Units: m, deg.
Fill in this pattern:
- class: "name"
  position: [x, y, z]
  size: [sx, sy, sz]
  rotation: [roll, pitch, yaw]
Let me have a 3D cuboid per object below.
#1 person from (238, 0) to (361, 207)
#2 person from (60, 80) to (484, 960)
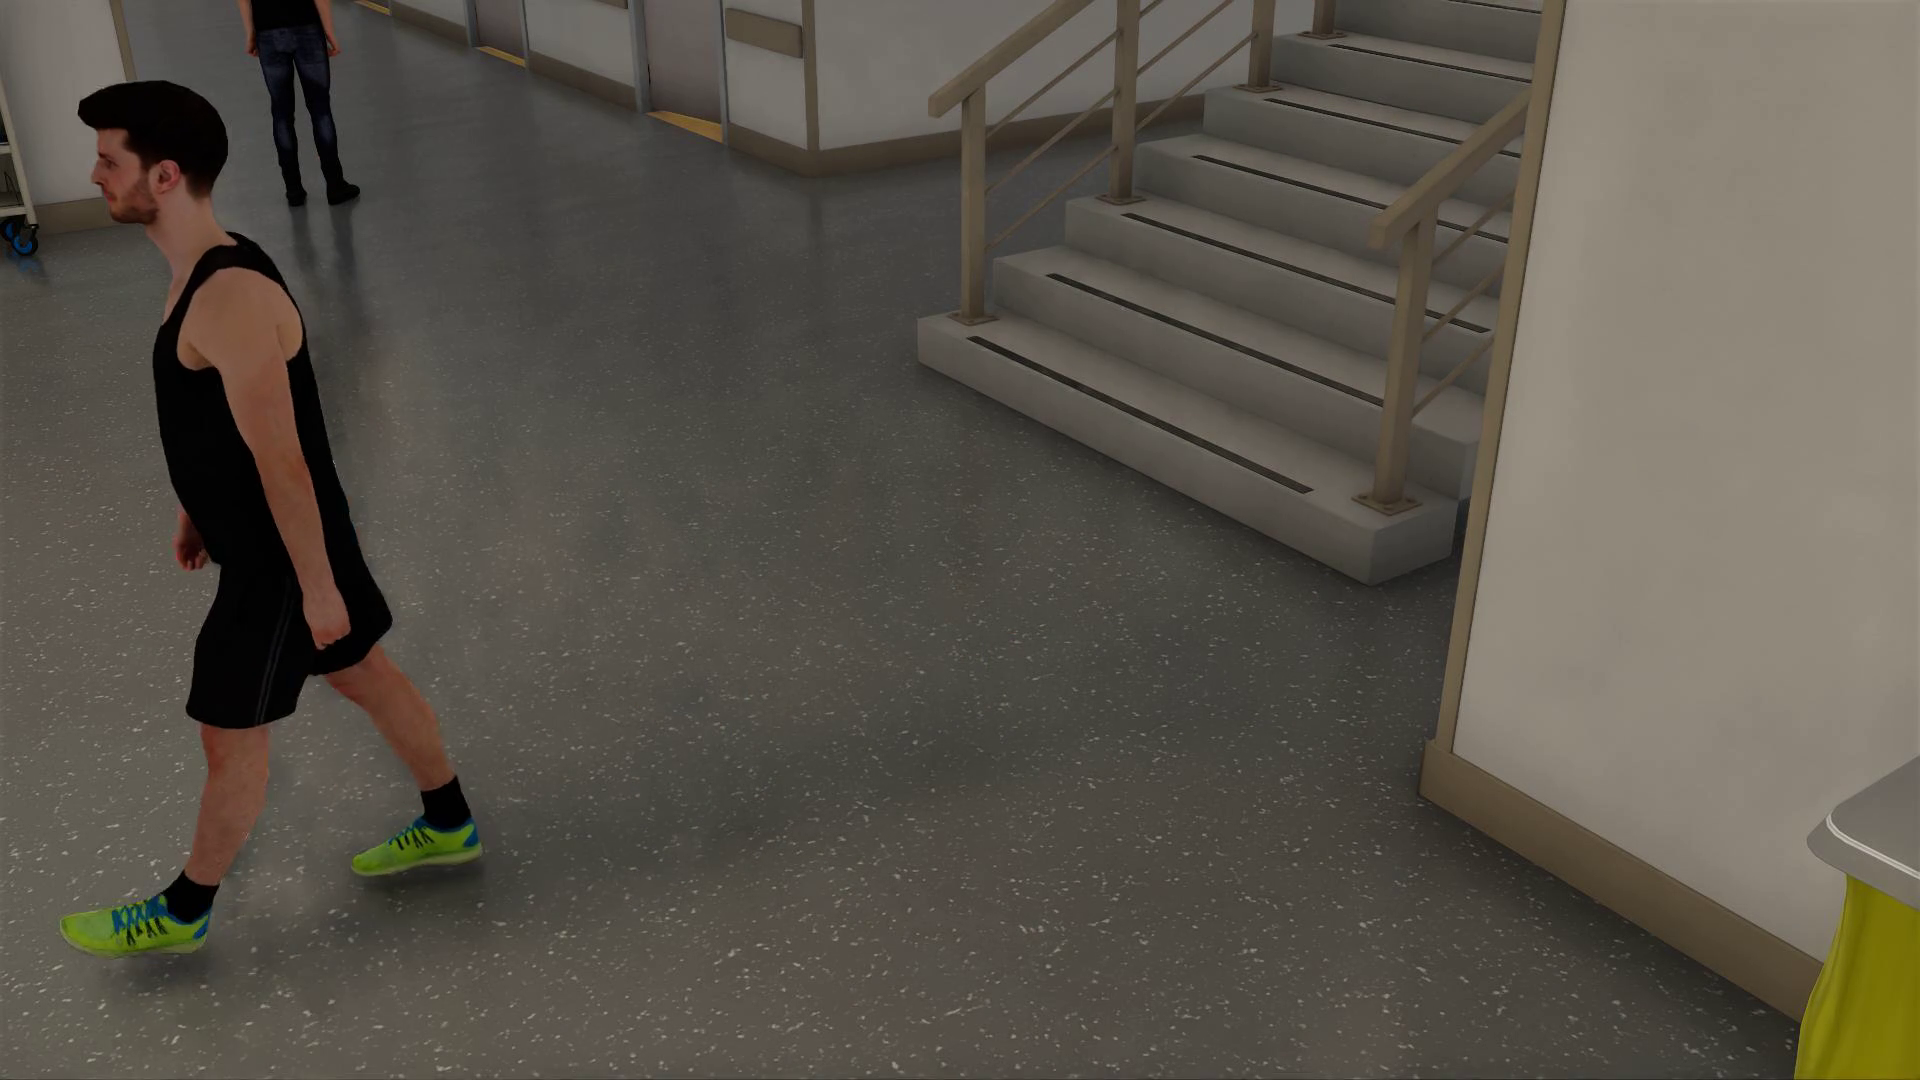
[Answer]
- class: "person"
  position: [-3.786, -2.855, 9.379]
  size: [0.690, 1.897, 0.817]
  rotation: [-3, 26, -6]
- class: "person"
  position: [-1.351, 0.001, 3.517]
  size: [1.162, 1.845, 0.827]
  rotation: [-12, 28, -23]
